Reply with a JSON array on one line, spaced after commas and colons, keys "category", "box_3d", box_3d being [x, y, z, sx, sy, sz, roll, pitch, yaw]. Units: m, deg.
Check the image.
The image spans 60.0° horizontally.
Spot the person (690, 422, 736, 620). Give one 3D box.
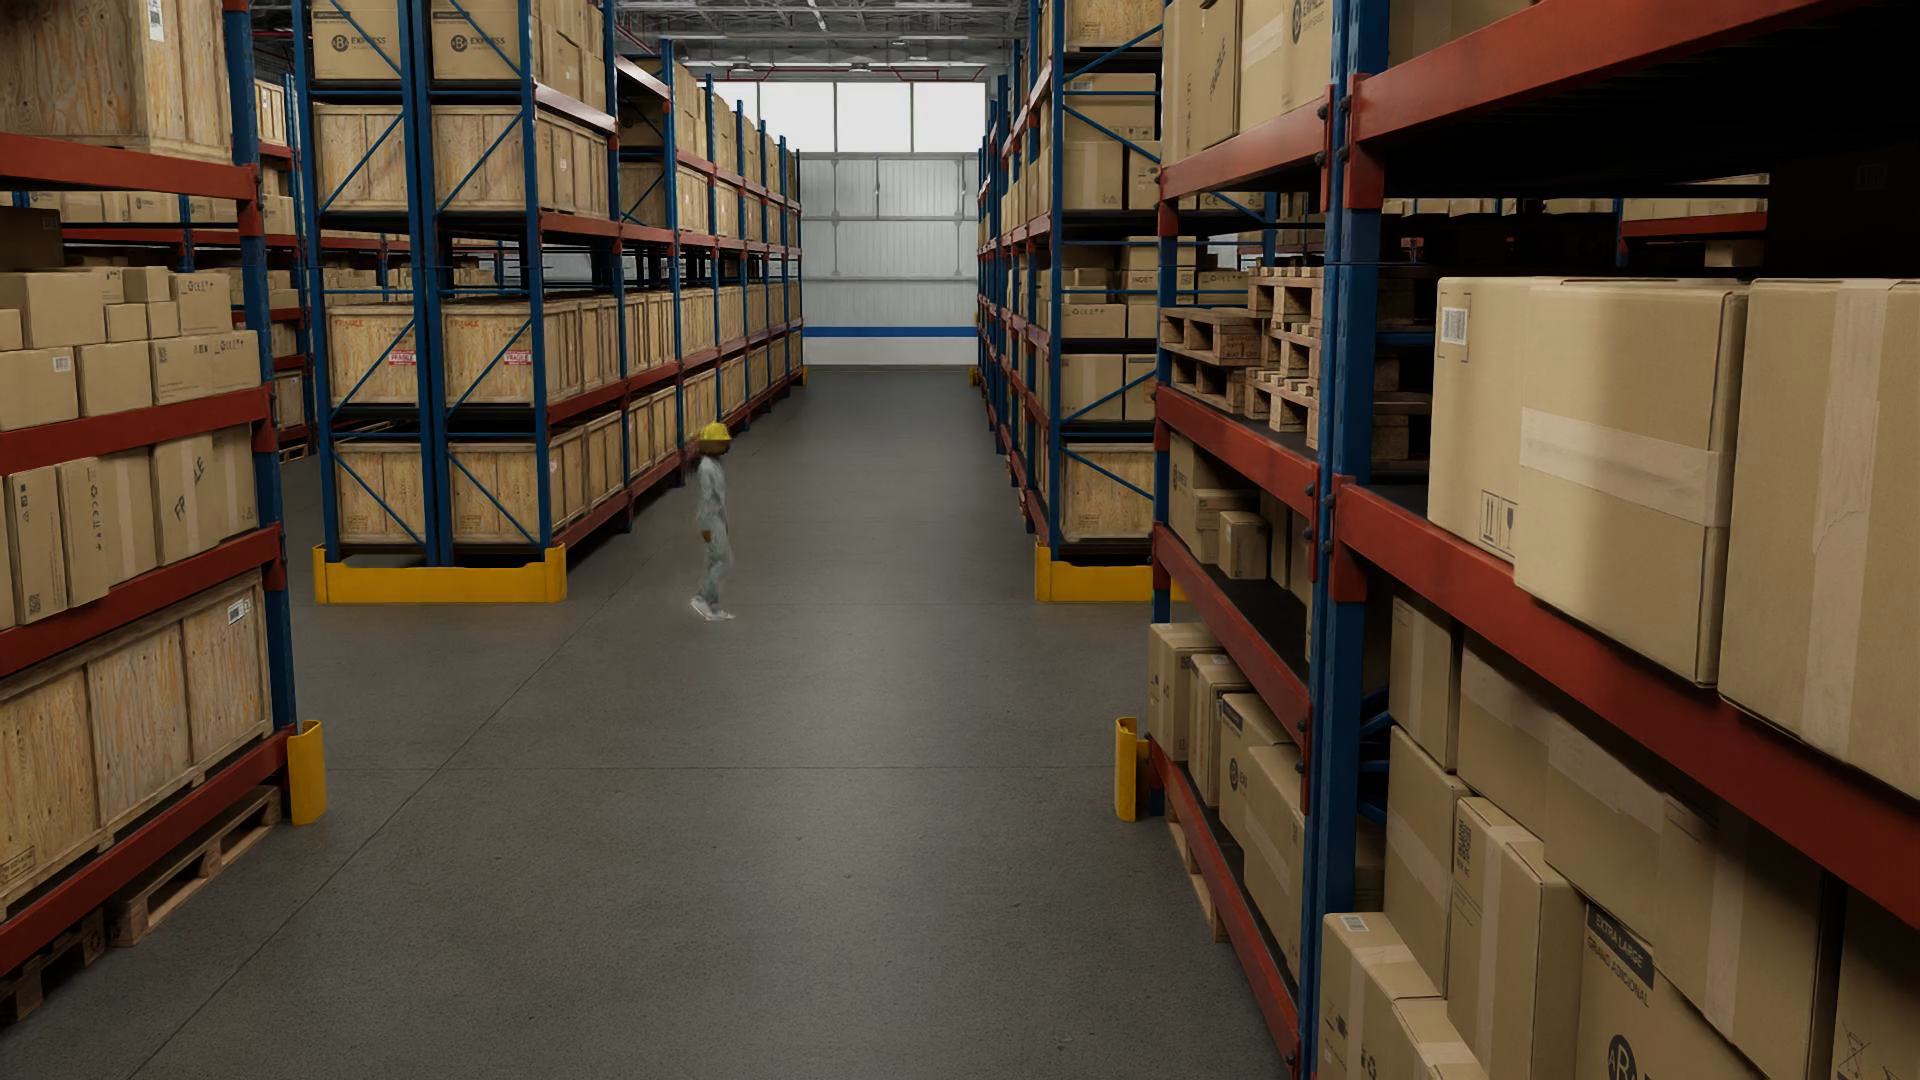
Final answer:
[{"category": "person", "box_3d": [-2.073, -0.148, 14.255, 0.353, 1.727, 0.511, 0, 9, 2]}]
